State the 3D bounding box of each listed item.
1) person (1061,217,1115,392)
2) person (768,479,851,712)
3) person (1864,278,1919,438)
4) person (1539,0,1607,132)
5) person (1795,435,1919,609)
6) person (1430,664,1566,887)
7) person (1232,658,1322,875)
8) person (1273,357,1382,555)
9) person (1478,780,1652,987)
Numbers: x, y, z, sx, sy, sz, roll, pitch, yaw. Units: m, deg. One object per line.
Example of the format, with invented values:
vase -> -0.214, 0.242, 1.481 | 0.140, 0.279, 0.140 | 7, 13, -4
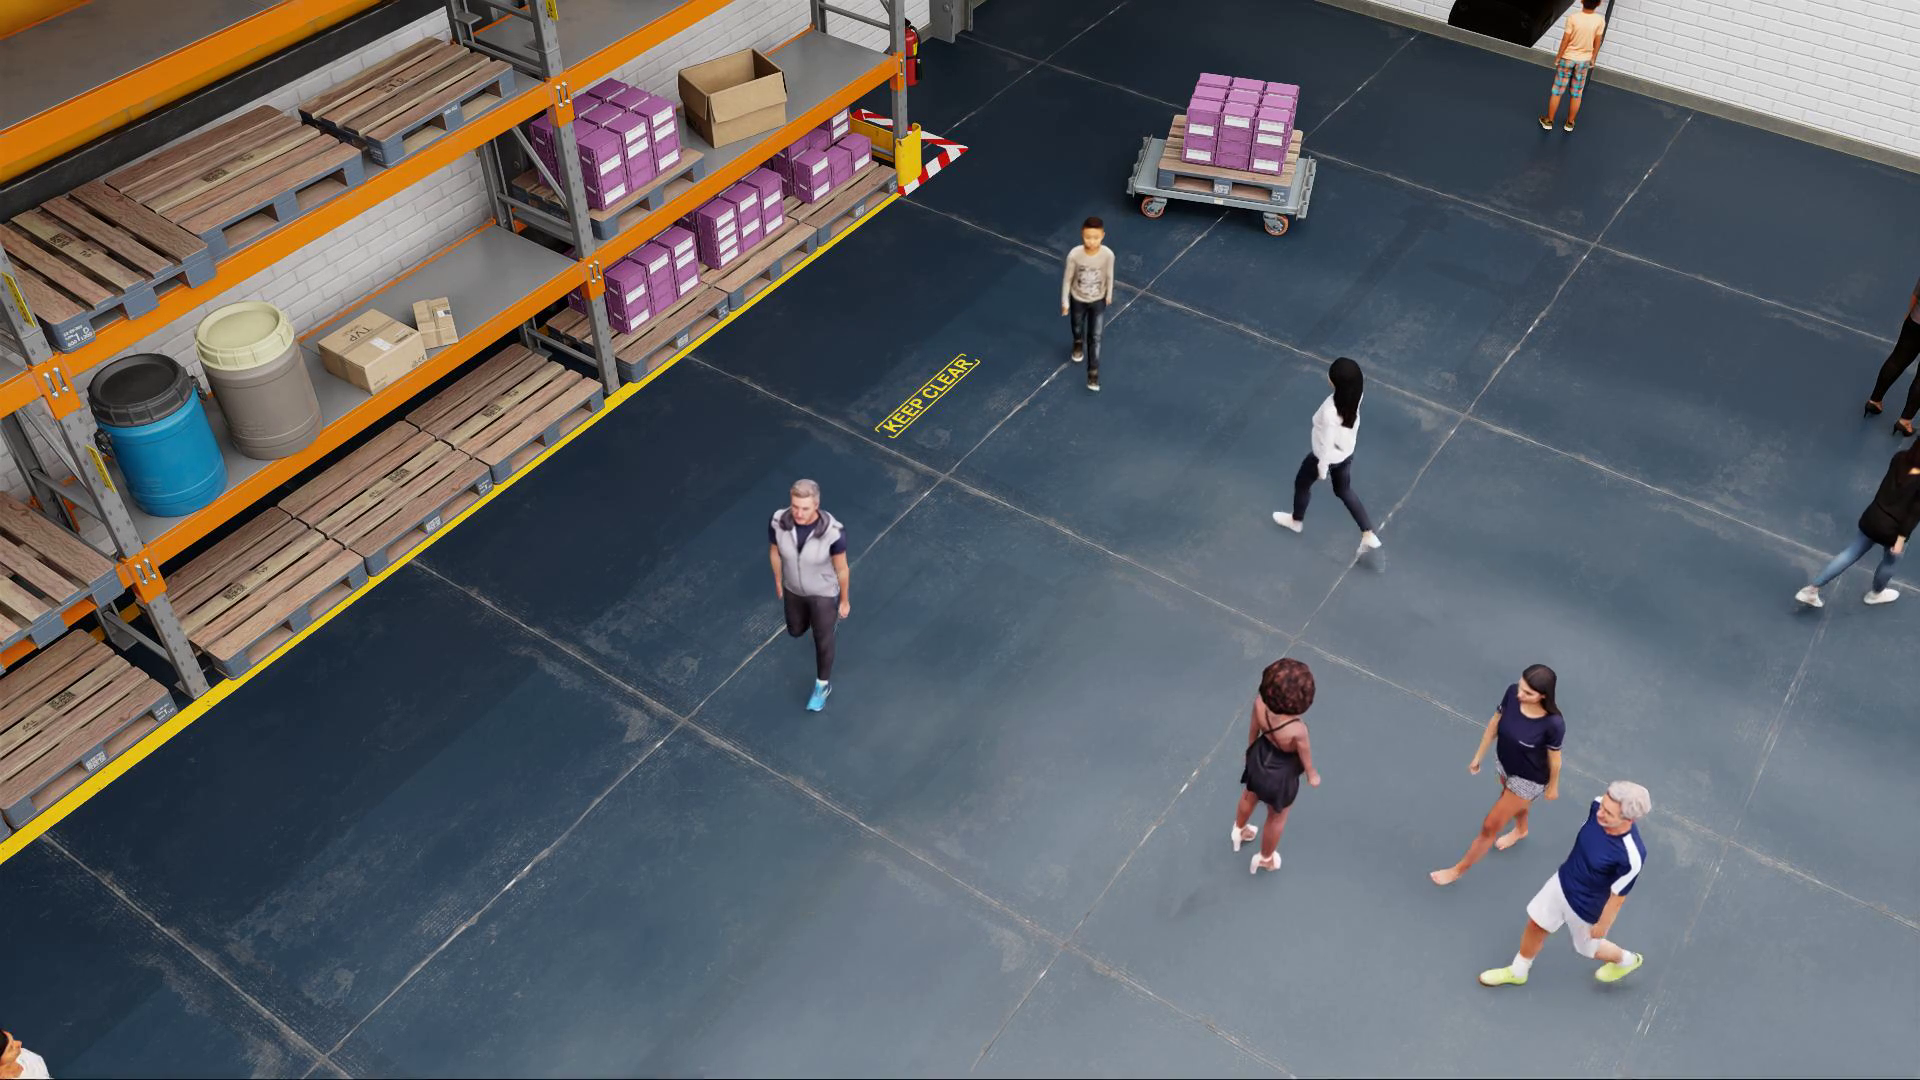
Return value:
person -> 1.024, -1.992, 13.383 | 0.898, 1.430, 1.058 | 1, 44, 1
person -> -0.926, 0.267, 10.736 | 0.896, 1.811, 1.091 | 11, 45, 11
person -> 7.416, -1.610, 12.684 | 0.757, 1.841, 0.747 | -19, 47, -19
person -> 5.992, -4.679, 16.181 | 0.598, 1.461, 0.612 | 6, 44, 6
person -> 6.225, -0.113, 11.273 | 1.093, 1.620, 0.992 | -10, 45, -11
person -> 3.336, 1.311, 9.700 | 1.123, 1.728, 0.920 | -20, 47, -19
person -> 1.794, 1.367, 9.599 | 0.683, 1.786, 0.657 | -29, 51, -27
person -> 2.697, -0.563, 11.708 | 0.774, 1.671, 1.048 | 34, 53, 30
person -> 3.479, 1.910, 9.012 | 1.188, 1.811, 1.108 | -9, 44, -9
